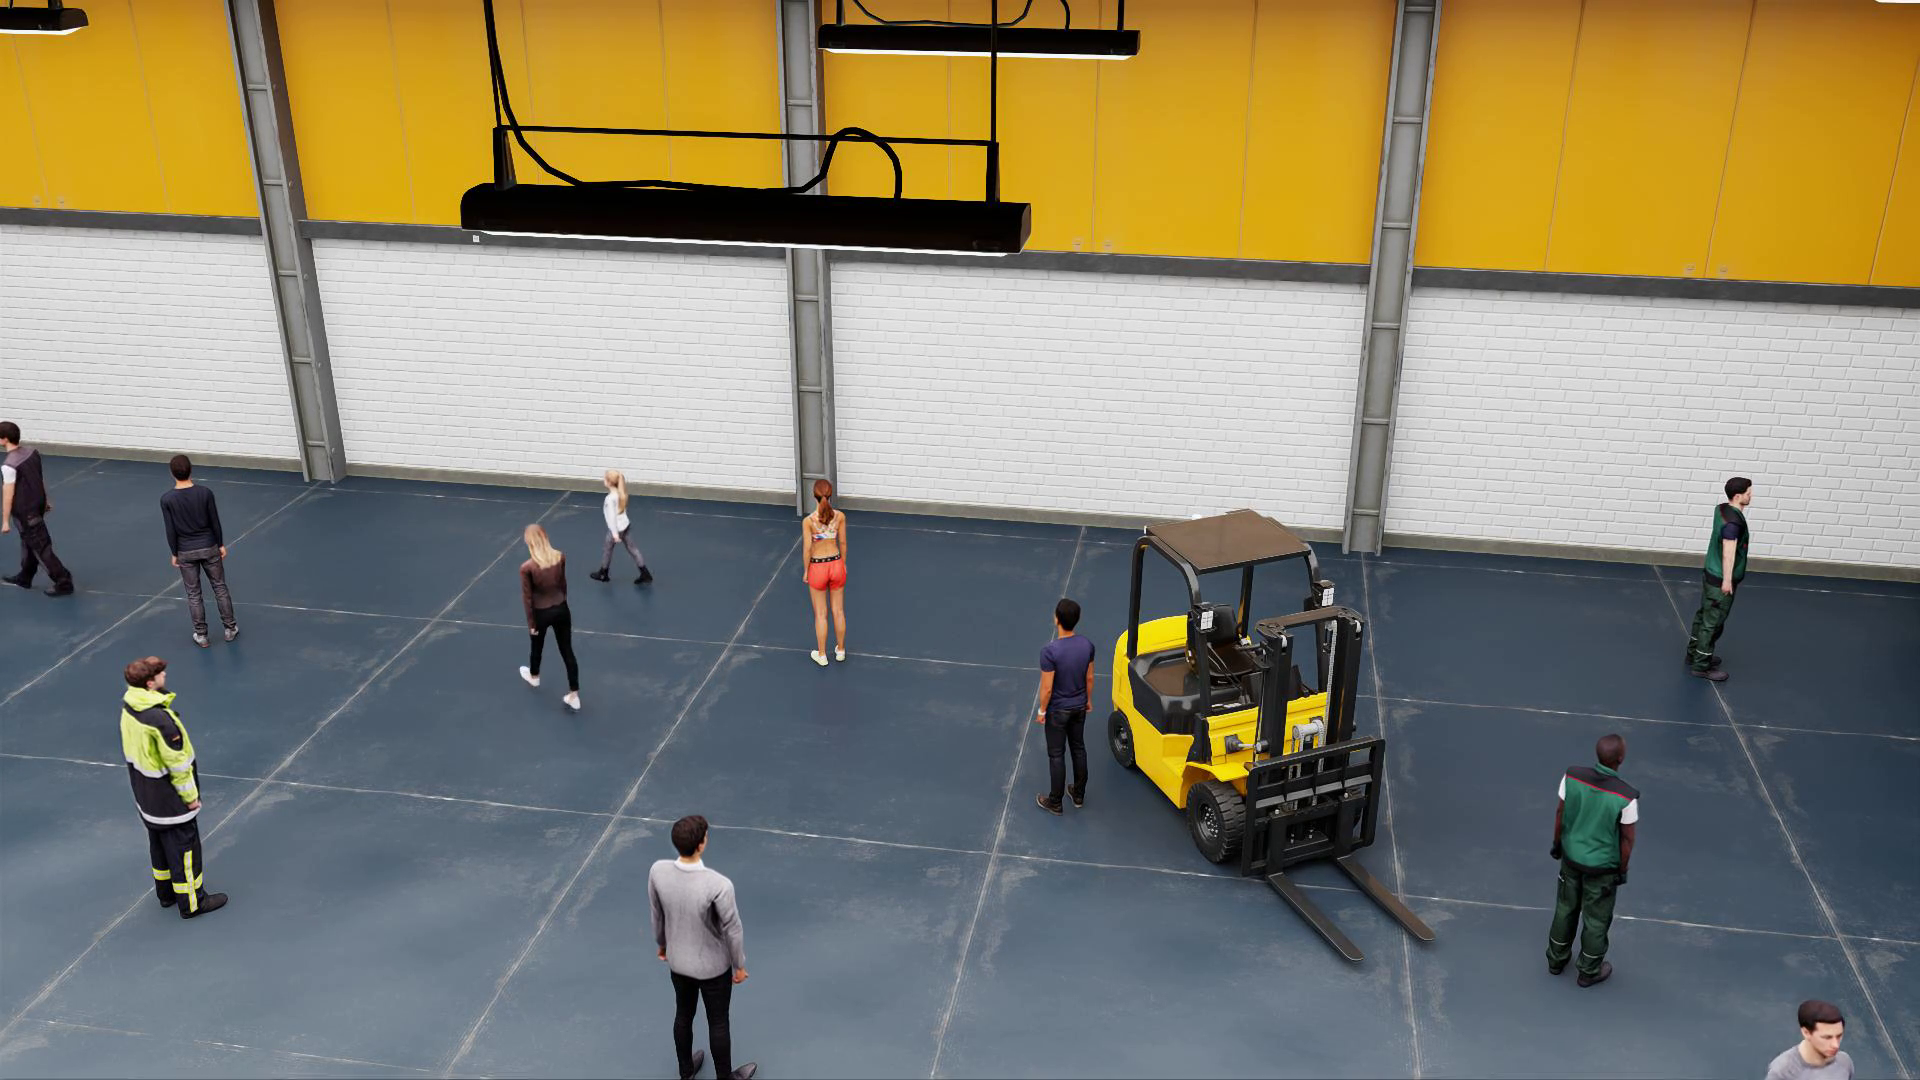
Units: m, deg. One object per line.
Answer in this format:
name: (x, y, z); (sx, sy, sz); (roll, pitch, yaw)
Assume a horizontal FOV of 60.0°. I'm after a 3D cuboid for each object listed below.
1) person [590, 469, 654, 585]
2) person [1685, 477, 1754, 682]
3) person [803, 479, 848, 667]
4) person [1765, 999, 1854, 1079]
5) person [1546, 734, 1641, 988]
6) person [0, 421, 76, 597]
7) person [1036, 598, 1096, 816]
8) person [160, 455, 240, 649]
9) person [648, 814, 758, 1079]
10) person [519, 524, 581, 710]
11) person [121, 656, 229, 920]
person: (-3.365, -0.110, 16.716); (0.946, 1.254, 0.601); (9, 25, 19)
person: (6.838, 0.315, 14.937); (0.560, 1.900, 0.684); (5, 24, 12)
person: (-1.216, 0.290, 15.129); (0.652, 1.791, 0.733); (-9, 25, -20)
person: (4.240, 3.114, 8.589); (0.807, 1.855, 0.842); (-3, 24, -7)
person: (4.151, 2.094, 10.944); (0.849, 1.839, 0.762); (-21, 31, -39)
person: (-9.107, -0.288, 16.409); (1.055, 1.827, 0.808); (0, 24, 0)
person: (0.820, 1.284, 12.855); (0.686, 1.792, 0.771); (-13, 27, -27)
person: (-7.088, 0.097, 15.472); (0.696, 1.871, 0.769); (-14, 27, -29)
person: (-1.571, 2.486, 9.944); (0.622, 1.921, 0.850); (9, 25, 20)
person: (-3.500, 0.693, 14.380); (1.048, 1.654, 1.165); (-19, 30, -37)
person: (-5.571, 1.709, 11.648); (0.783, 1.980, 0.930); (17, 29, 34)
